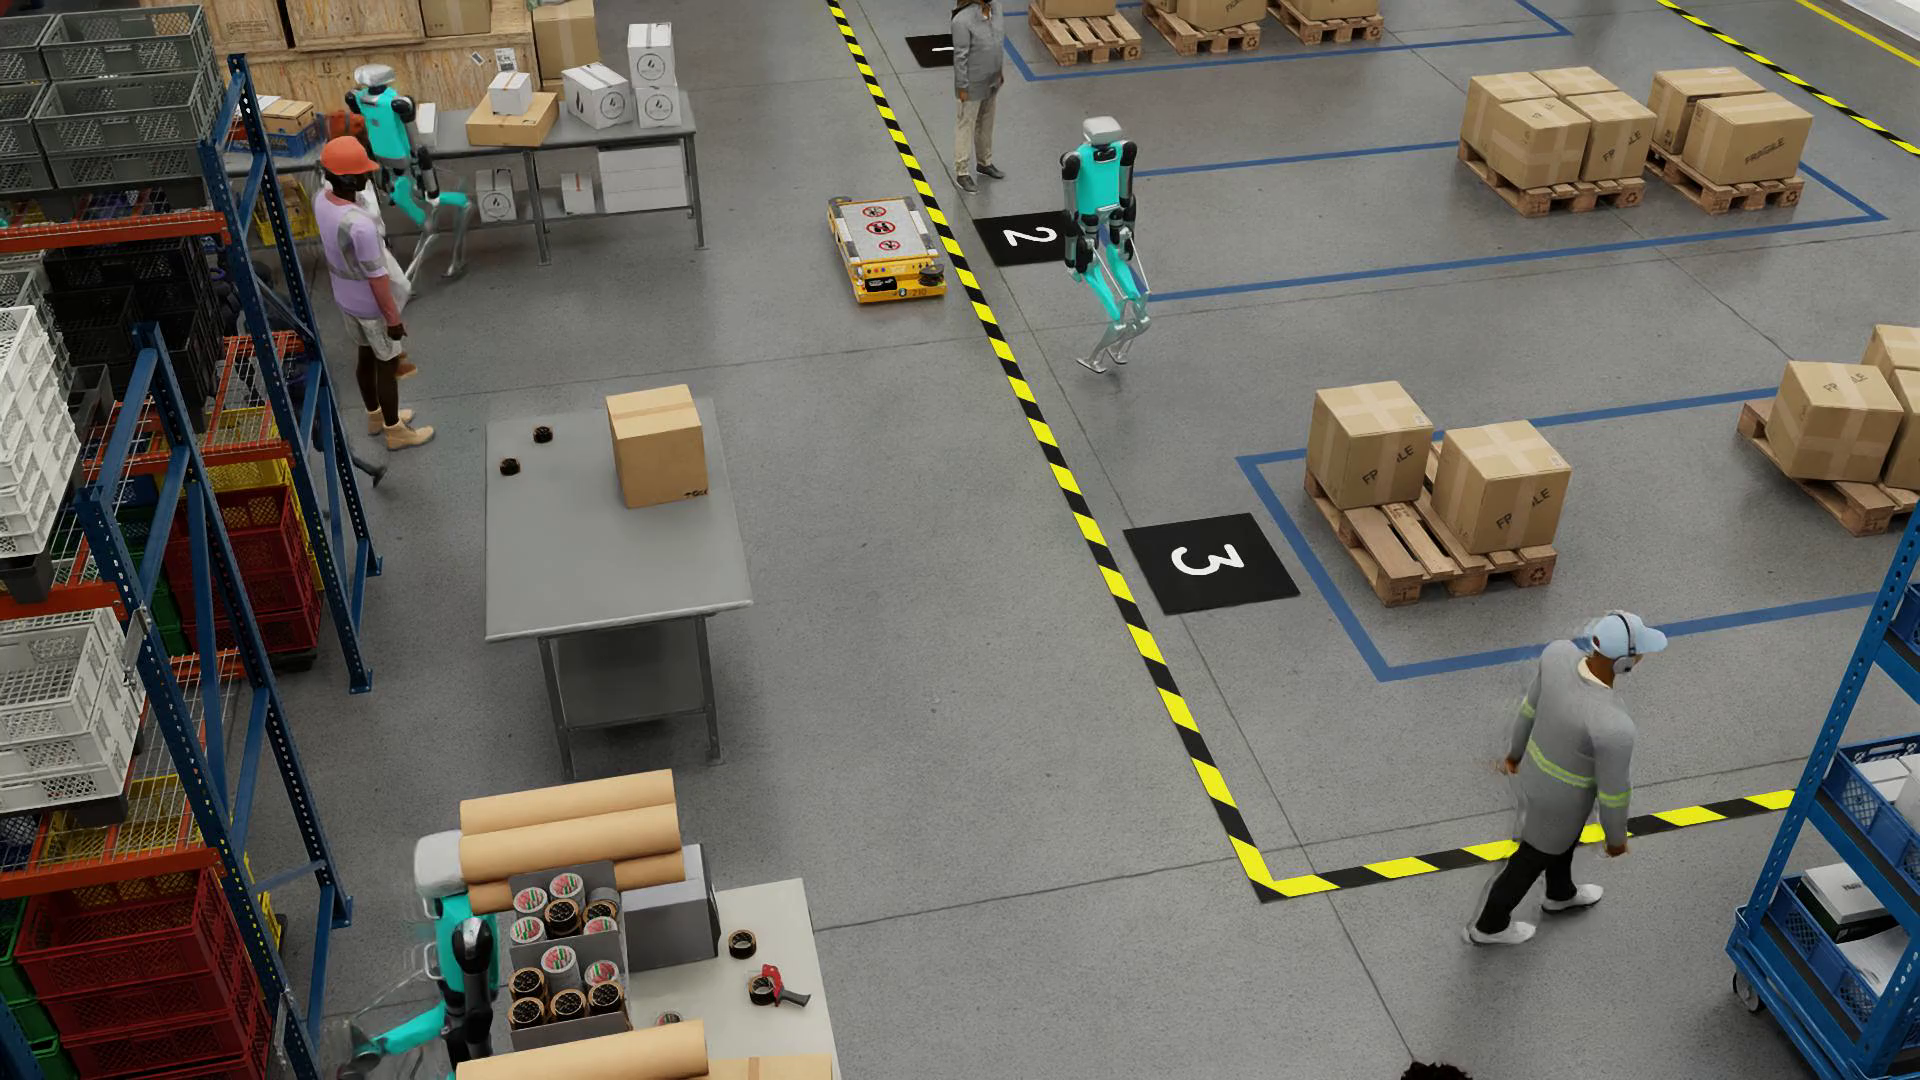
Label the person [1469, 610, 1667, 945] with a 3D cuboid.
[{"bbox_3d":[2.610,1.013,6.882,0.791,1.823,0.621,-5,37,-7],"label":"person"}]

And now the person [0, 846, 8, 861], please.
[{"bbox_3d":[-4.555,0.818,7.144,0.404,1.832,0.593,8,37,10],"label":"person"}]

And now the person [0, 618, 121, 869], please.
[{"bbox_3d":[-4.152,0.776,7.194,0.633,1.839,0.429,-15,39,-20],"label":"person"}]

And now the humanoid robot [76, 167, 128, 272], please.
[{"bbox_3d":[-5.698,-2.035,11.123,0.424,1.643,0.596,-6,37,-8],"label":"humanoid robot"}]

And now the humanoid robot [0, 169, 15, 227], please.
[{"bbox_3d":[-6.578,-2.068,11.083,0.763,1.745,0.535,-7,37,-10],"label":"humanoid robot"}]

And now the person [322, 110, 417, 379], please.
[{"bbox_3d":[-3.824,-1.863,10.714,0.411,1.873,0.589,-2,37,-3],"label":"person"}]

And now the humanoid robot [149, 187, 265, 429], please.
[{"bbox_3d":[-4.739,-1.478,10.347,0.315,1.657,0.599,25,43,29],"label":"humanoid robot"}]

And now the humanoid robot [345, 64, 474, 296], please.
[{"bbox_3d":[-3.834,-2.563,11.765,0.552,1.746,0.976,14,39,18],"label":"humanoid robot"}]

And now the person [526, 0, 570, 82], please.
[{"bbox_3d":[-3.463,-4.567,14.296,0.412,1.939,0.602,22,42,27],"label":"person"}]

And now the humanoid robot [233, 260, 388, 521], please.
[{"bbox_3d":[-3.721,-0.825,9.499,0.544,1.642,0.609,0,37,0],"label":"humanoid robot"}]

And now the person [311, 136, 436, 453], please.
[{"bbox_3d":[-3.559,-1.472,10.058,0.401,2.033,0.608,-30,46,-34],"label":"person"}]

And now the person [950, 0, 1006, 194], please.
[{"bbox_3d":[0.138,-3.673,13.231,0.398,1.769,0.572,26,44,30],"label":"person"}]

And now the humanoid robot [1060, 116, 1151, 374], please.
[{"bbox_3d":[0.994,-1.818,10.654,0.533,1.677,0.735,-18,40,-22],"label":"humanoid robot"}]

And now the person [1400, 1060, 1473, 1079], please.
[{"bbox_3d":[1.285,2.281,5.069,0.607,1.962,0.368,15,39,19],"label":"person"}]

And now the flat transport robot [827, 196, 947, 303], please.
[{"bbox_3d":[-0.570,-2.220,12.538,0.659,0.231,1.431,-8,37,-10],"label":"flat transport robot"}]

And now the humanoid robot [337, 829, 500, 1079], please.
[{"bbox_3d":[-1.954,1.771,5.983,1.029,1.760,0.546,-13,38,-16],"label":"humanoid robot"}]
